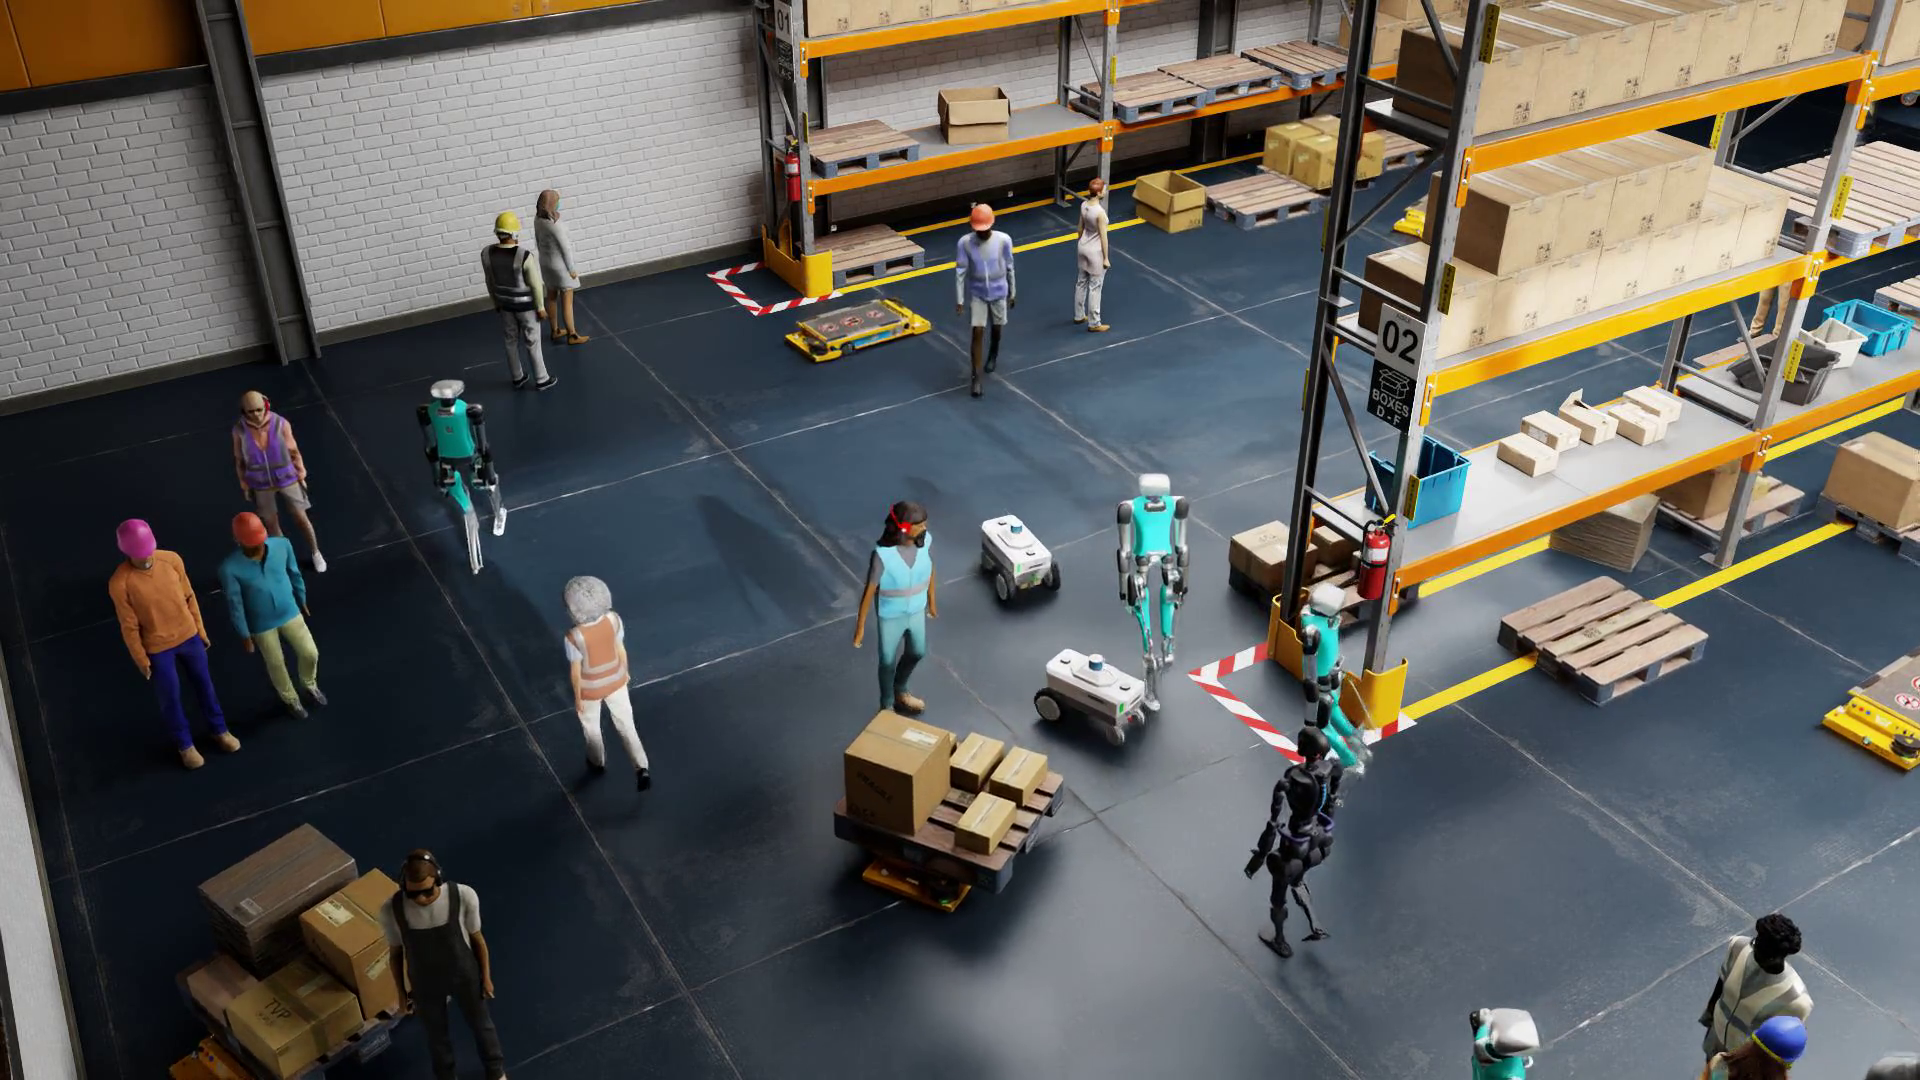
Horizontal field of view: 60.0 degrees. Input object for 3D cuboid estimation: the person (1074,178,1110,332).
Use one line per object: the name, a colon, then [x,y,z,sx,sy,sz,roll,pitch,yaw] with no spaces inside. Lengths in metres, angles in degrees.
person: [1.411,-3.020,17.589,0.271,1.657,0.463,-19,37,-28]

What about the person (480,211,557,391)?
person: [-4.334,-2.339,16.346,0.588,1.829,0.403,10,33,15]

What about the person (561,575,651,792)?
person: [-2.395,0.981,11.194,0.443,1.666,0.678,-20,37,-29]

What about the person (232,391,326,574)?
person: [-5.554,-0.458,13.486,0.514,1.684,0.352,-9,33,-14]

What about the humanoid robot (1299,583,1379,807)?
humanoid robot: [2.525,1.136,10.950,0.730,1.842,0.547,14,35,22]

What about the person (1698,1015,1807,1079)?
person: [3.615,2.982,7.970,0.915,1.715,0.485,-18,36,-26]

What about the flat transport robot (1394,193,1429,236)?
flat transport robot: [5.976,-4.044,20.533,0.659,0.231,1.431,22,38,31]

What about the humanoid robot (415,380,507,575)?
humanoid robot: [-4.034,-0.649,13.778,0.530,1.784,0.989,0,32,0]

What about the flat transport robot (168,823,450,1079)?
flat transport robot: [-3.753,2.785,9.642,0.659,0.231,1.431,24,39,33]

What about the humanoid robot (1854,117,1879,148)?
humanoid robot: [10.295,-4.135,19.398,0.757,1.621,0.610,-5,32,-8]

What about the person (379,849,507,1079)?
person: [-2.747,2.348,8.864,0.504,1.838,0.328,-7,33,-11]

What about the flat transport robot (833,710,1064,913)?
flat transport robot: [-0.020,1.876,11.092,0.659,0.231,1.431,15,35,23]

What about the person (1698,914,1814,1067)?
person: [4.069,2.583,8.627,0.319,1.691,0.535,-11,34,-17]

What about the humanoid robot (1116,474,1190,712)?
humanoid robot: [1.442,0.492,11.967,0.547,1.773,0.949,-4,32,-7]

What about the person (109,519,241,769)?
person: [-5.418,0.691,11.384,0.402,1.972,0.522,25,40,34]

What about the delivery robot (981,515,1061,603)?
delivery robot: [0.463,0.115,13.619,0.499,0.581,0.768,-14,35,-21]

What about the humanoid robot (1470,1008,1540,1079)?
humanoid robot: [2.775,2.895,8.071,0.921,1.724,0.569,-3,32,-5]

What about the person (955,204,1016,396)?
person: [0.258,-2.409,16.424,0.591,1.898,0.867,1,32,2]

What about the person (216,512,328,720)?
person: [-4.870,0.550,11.821,0.576,1.731,0.411,-27,41,-36]

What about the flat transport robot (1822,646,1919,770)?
flat transport robot: [7.034,1.193,12.181,1.431,0.231,0.659,-21,38,-29]

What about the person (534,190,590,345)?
person: [-4.174,-2.846,17.307,0.481,1.663,0.339,23,39,31]

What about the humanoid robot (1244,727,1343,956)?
humanoid robot: [2.014,1.827,9.845,0.599,1.650,0.433,-19,37,-28]

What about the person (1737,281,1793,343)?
person: [8.471,-2.789,17.132,0.330,1.749,0.571,-17,36,-26]

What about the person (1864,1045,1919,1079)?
person: [4.387,2.993,7.825,0.541,1.843,0.988,16,35,23]

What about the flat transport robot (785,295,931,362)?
flat transport robot: [-1.083,-2.248,17.669,1.431,0.231,0.659,-20,37,-29]

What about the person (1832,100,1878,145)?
person: [10.788,-4.736,20.160,0.563,1.838,0.390,-21,38,-30]

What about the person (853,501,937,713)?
person: [-0.461,0.531,11.754,0.661,1.858,0.417,-18,36,-26]

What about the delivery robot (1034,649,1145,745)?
delivery robot: [0.959,1.099,12.077,0.815,0.611,0.499,23,39,32]
